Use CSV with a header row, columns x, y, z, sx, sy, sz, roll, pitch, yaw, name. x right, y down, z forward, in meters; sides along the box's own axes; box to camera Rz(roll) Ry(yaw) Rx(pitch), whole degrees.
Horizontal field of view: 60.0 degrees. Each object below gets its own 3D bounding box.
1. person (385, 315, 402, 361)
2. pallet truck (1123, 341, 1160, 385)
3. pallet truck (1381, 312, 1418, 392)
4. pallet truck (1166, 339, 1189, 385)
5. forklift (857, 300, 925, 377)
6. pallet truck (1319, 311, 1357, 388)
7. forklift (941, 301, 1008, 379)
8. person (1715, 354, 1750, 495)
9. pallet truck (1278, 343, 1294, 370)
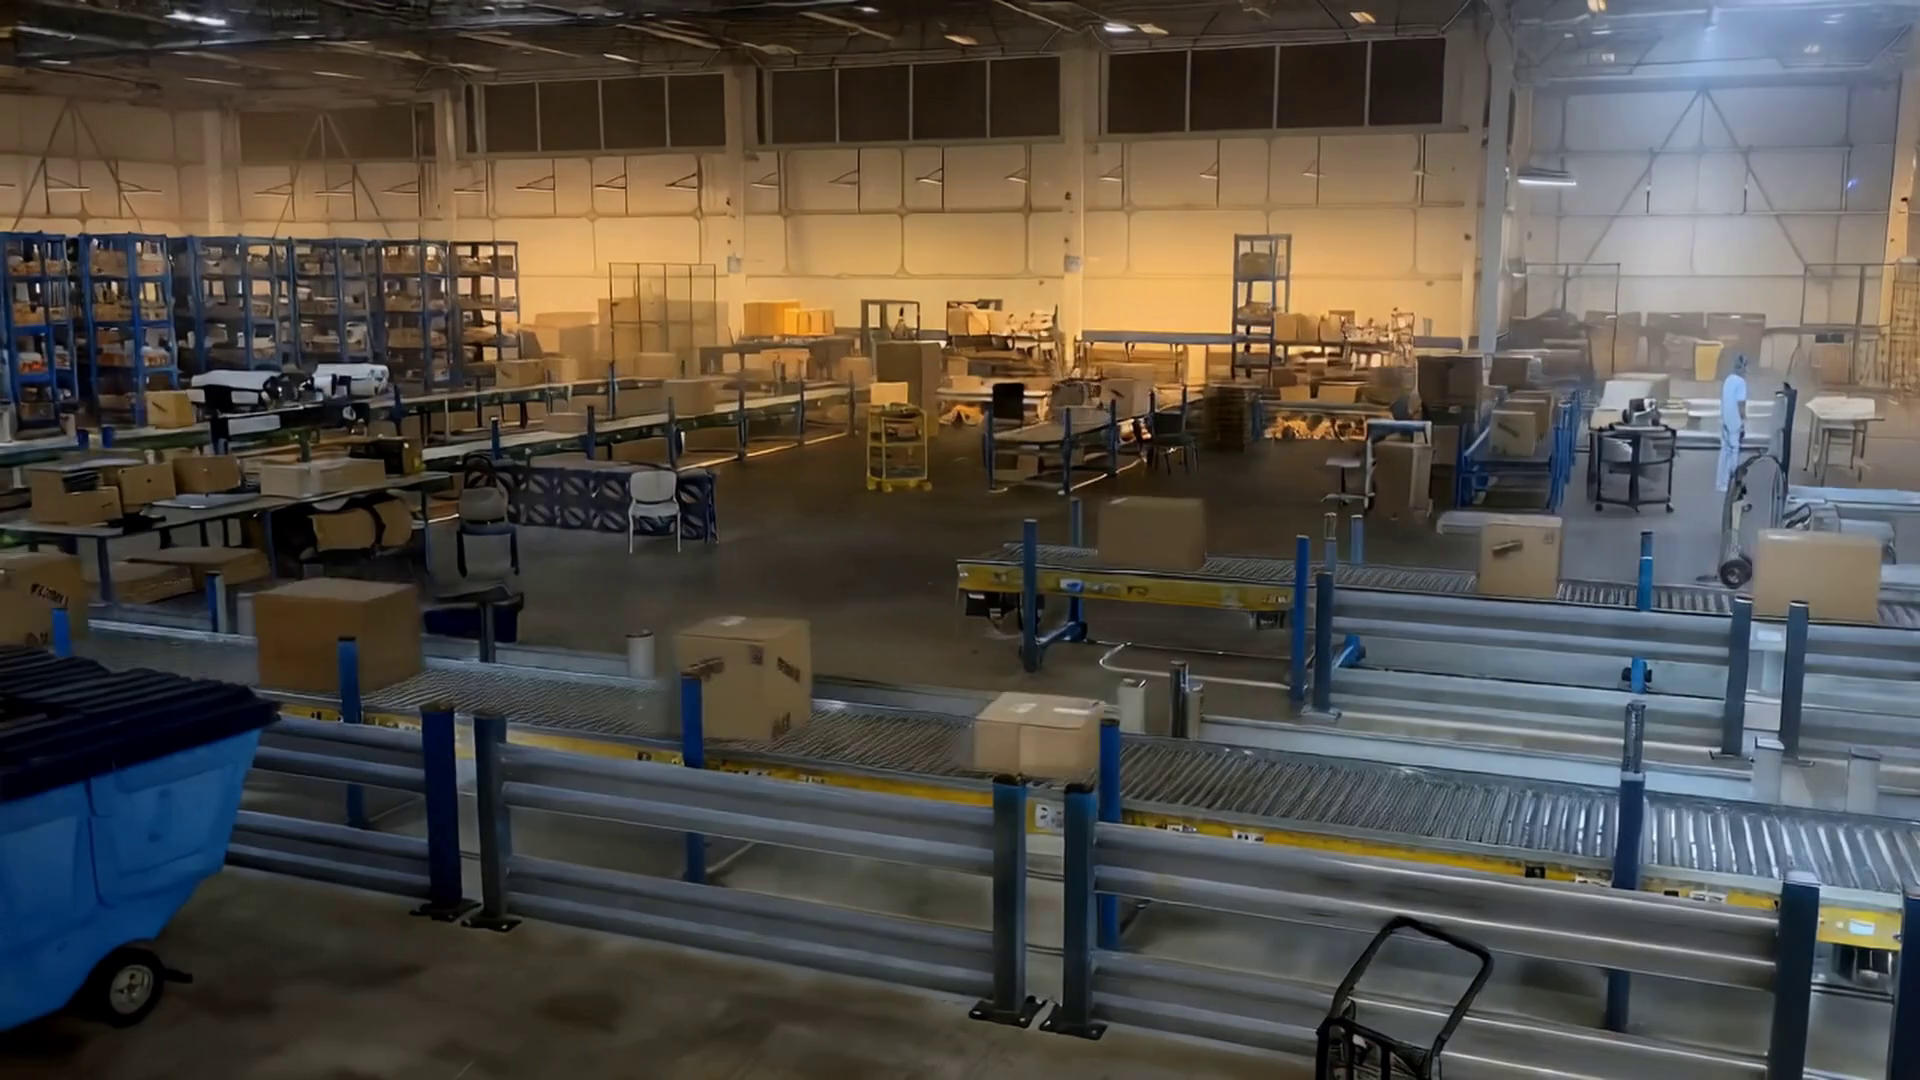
x,y,z,sx,sy,sz,roll,pitch,yaw,name
-16.239,-5.829,47.792,0.608,1.986,0.400,5,11,30,person
4.445,-4.380,41.279,0.680,1.201,1.601,4,10,22,pallet truck
10.207,-4.283,38.369,0.823,1.965,1.885,3,10,20,pallet truck
5.418,-4.269,40.420,0.704,1.261,1.522,3,10,20,pallet truck
-1.732,-5.109,42.468,1.157,1.987,2.680,4,10,22,forklift
9.071,-4.419,39.190,0.823,1.965,1.885,5,10,26,pallet truck
0.365,-4.966,41.571,1.157,1.987,2.680,3,10,20,forklift
10.291,-1.530,22.075,0.323,1.871,0.530,-1,9,-6,person
7.886,-4.163,39.743,0.653,1.274,1.630,4,10,22,pallet truck
